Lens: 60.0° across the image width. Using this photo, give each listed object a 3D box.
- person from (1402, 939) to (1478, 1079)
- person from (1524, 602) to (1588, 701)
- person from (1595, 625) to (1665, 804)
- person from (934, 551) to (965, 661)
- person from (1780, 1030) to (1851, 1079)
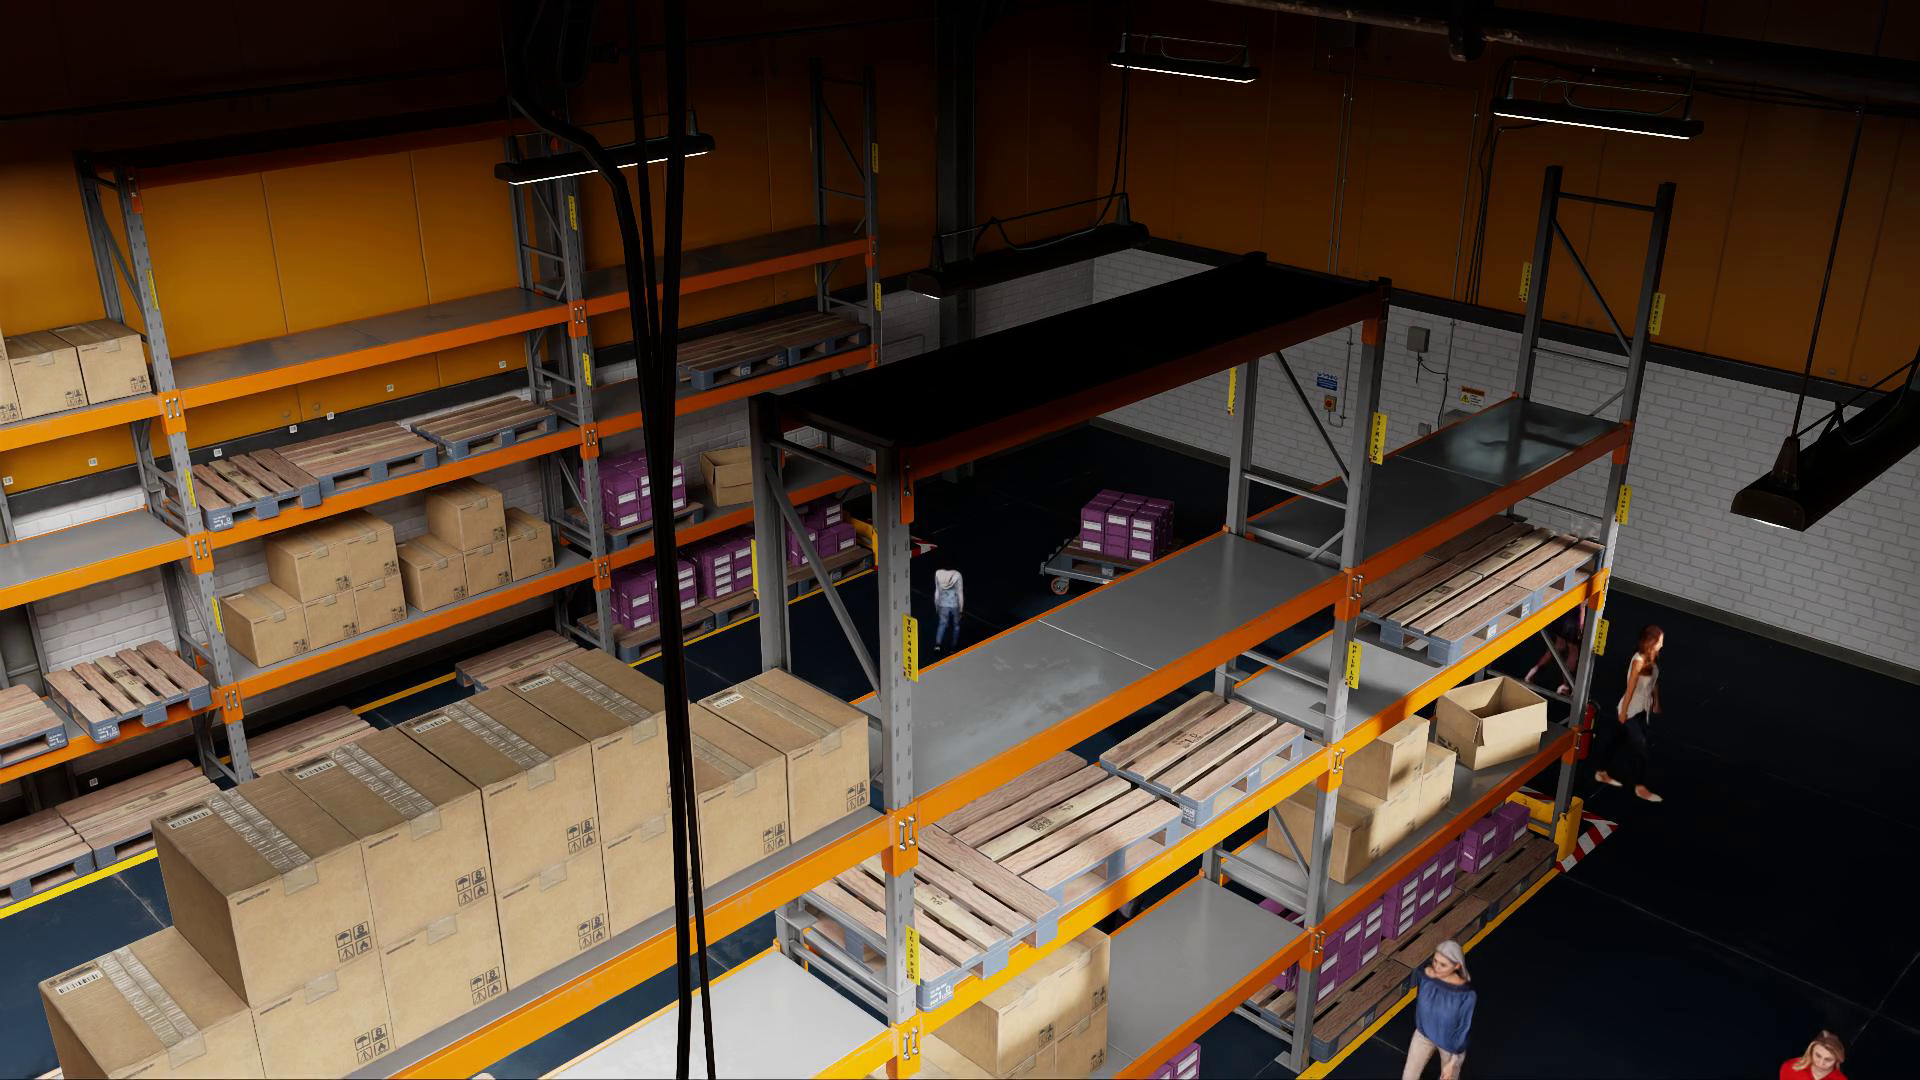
[{"bbox_3d":[3.356,3.429,11.444,0.611,1.669,0.940,21,31,40],"label":"person"},{"bbox_3d":[6.211,0.882,17.144,0.941,1.771,0.788,-7,25,-16],"label":"person"},{"bbox_3d":[6.225,1.565,15.597,0.746,1.759,0.845,18,29,35],"label":"person"},{"bbox_3d":[-0.133,0.722,18.164,0.684,1.247,0.835,7,25,16],"label":"person"},{"bbox_3d":[5.388,3.788,10.596,0.715,1.692,0.889,15,28,31],"label":"person"}]
